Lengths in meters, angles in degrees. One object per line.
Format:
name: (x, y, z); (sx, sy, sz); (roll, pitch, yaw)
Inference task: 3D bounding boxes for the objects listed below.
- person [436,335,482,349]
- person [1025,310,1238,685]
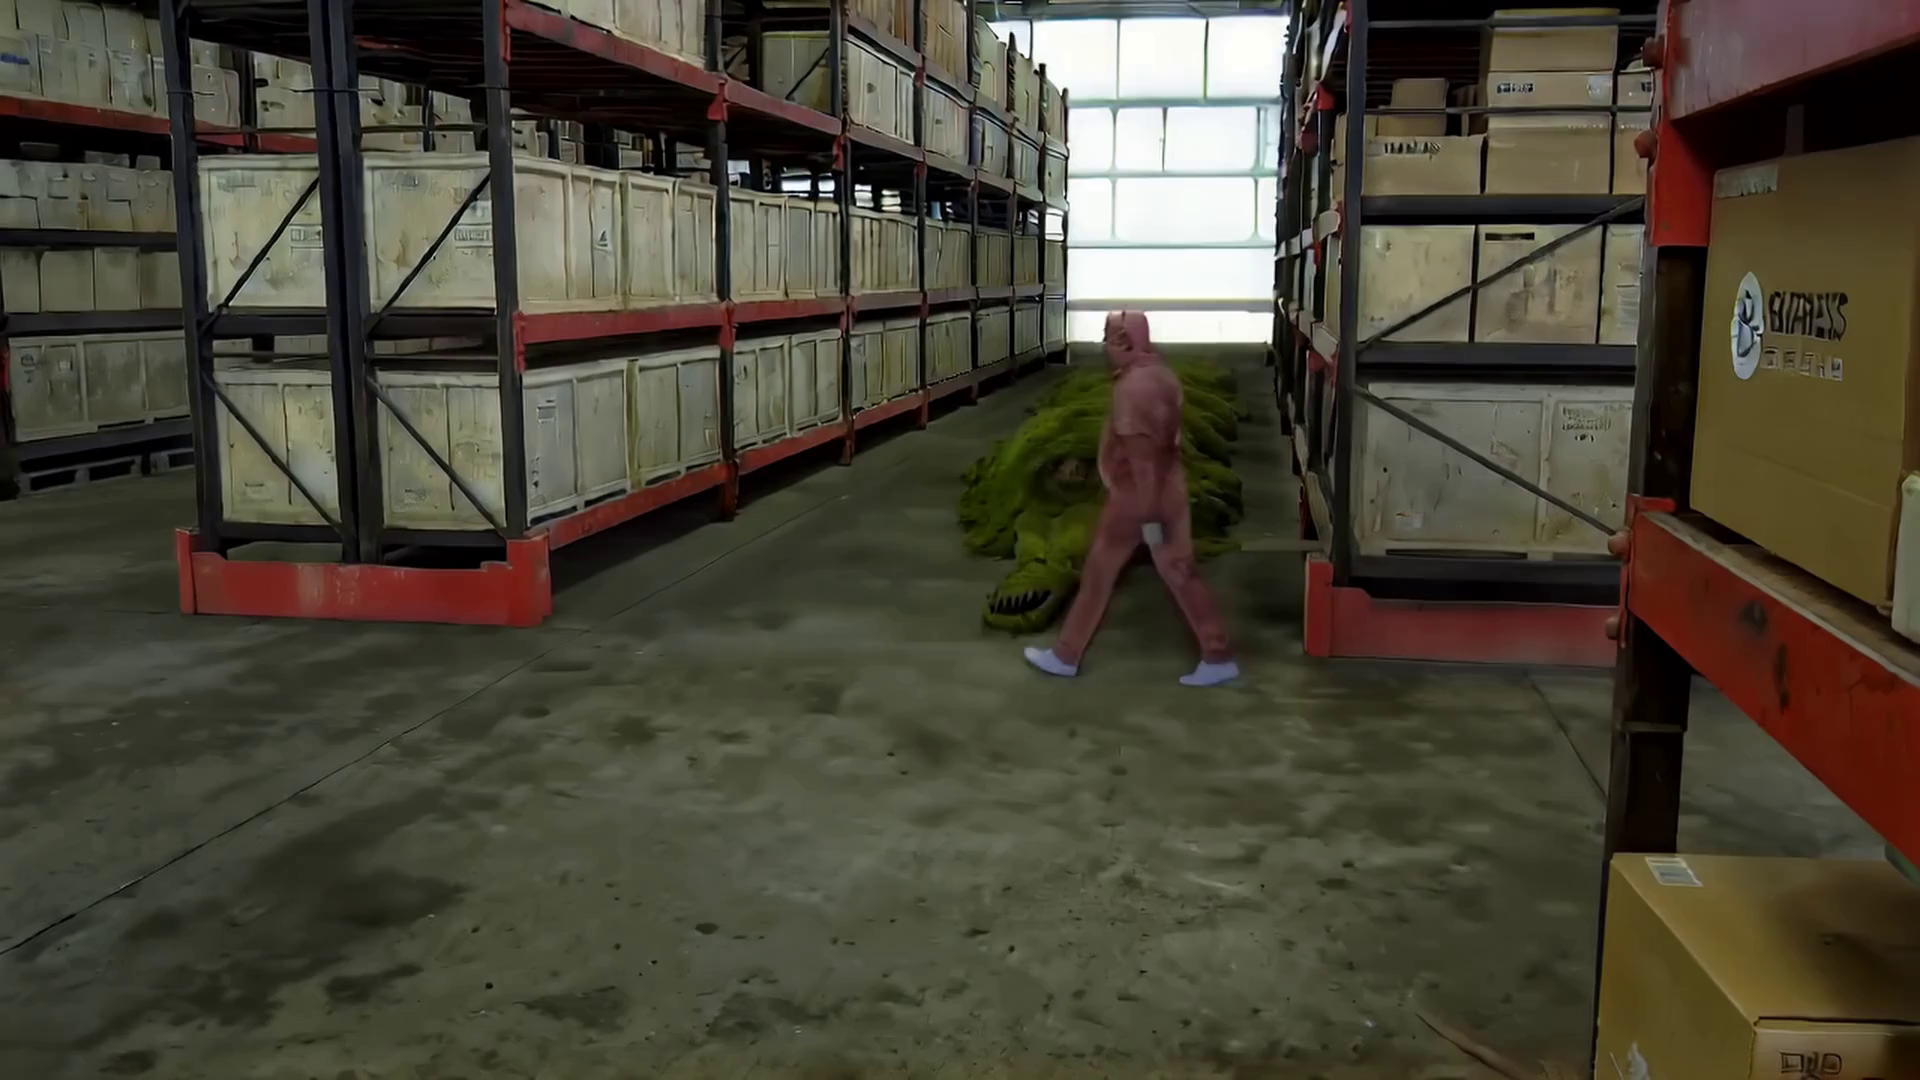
person: (-5.280, -1.797, 17.891); (0.672, 1.882, 0.459); (2, 9, 12)
person: (0.899, -0.201, 8.192); (1.085, 1.845, 0.616); (5, 11, 30)
